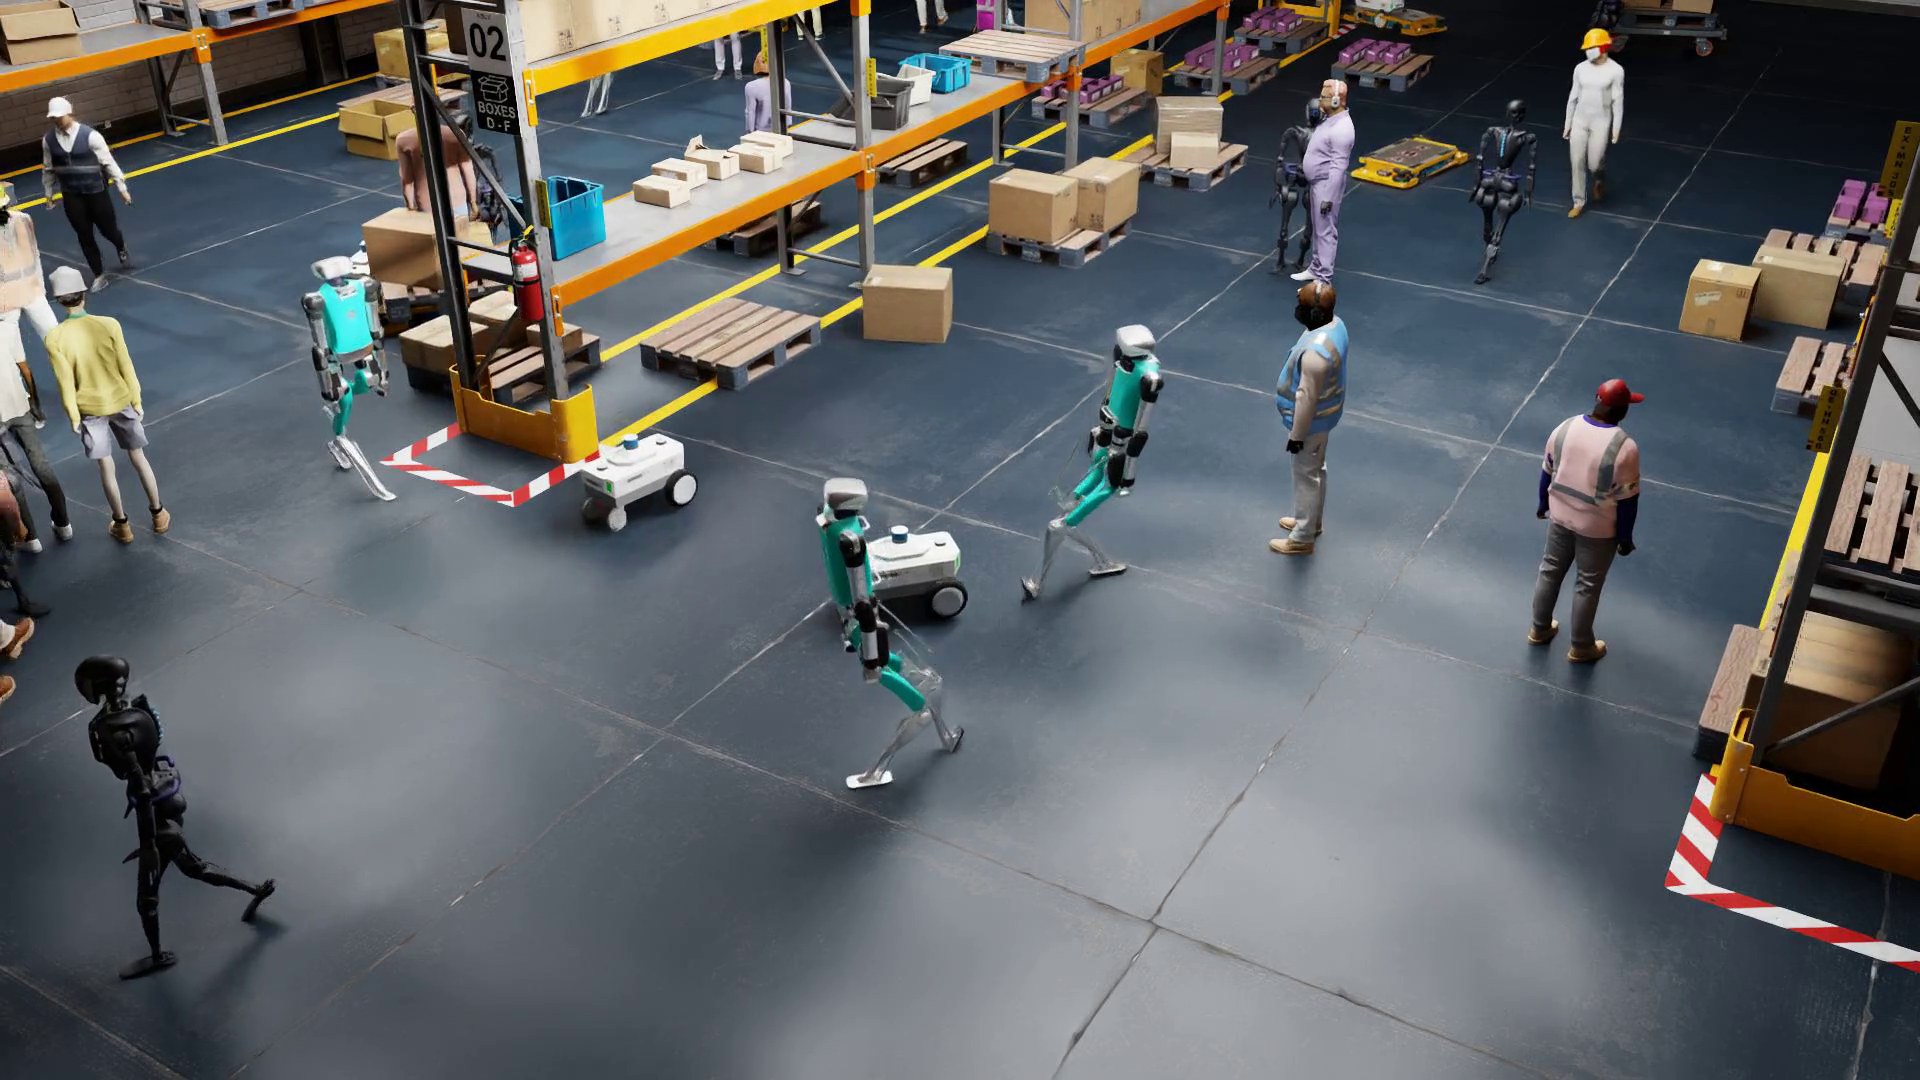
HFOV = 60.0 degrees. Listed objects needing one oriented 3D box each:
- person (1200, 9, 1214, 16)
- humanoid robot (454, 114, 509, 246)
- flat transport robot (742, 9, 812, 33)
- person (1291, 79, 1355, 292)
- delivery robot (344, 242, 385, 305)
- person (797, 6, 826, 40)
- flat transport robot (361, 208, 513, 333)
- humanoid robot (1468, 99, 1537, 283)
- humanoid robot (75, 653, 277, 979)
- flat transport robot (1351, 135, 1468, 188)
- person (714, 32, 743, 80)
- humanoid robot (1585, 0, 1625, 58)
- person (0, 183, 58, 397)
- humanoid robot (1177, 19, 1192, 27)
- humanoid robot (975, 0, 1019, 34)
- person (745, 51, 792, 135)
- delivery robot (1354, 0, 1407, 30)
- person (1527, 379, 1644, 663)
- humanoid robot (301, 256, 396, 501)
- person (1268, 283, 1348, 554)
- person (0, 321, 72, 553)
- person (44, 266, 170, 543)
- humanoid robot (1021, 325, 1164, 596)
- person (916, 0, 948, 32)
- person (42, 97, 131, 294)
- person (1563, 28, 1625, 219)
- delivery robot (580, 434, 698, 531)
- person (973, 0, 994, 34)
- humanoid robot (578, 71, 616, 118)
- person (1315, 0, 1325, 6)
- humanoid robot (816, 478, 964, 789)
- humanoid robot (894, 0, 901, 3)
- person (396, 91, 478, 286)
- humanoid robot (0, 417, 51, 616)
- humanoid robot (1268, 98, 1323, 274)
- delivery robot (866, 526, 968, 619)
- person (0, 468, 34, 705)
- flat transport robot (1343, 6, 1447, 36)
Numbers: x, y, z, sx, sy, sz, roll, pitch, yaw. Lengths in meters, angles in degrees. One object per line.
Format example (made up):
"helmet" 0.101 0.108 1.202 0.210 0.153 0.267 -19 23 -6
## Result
"person" 3.686 -8.736 24.908 0.442 1.728 0.573 -16 33 -26
"humanoid robot" -4.284 -2.976 14.788 0.586 1.642 0.356 2 30 3
"flat transport robot" -2.767 -7.767 24.681 0.659 0.231 1.431 4 30 7
"person" 3.245 -3.147 14.847 0.411 1.908 0.640 1 29 2
"delivery robot" -5.250 -2.343 14.815 0.499 0.614 0.804 8 30 13
"person" -2.176 -8.004 23.601 0.563 1.740 0.344 4 30 8
"flat transport robot" -4.474 -2.093 14.644 1.431 0.231 0.659 -11 31 -18
"humanoid robot" 4.977 -3.222 15.260 0.610 1.619 0.791 22 36 33
"humanoid robot" -3.564 1.194 7.440 0.740 1.640 0.608 -15 33 -25
"flat transport robot" 4.966 -4.165 18.310 0.659 0.231 1.431 24 37 36
"person" -3.043 -6.933 21.521 0.480 1.935 0.450 2 30 4
"humanoid robot" 8.472 -6.927 21.767 0.431 1.642 0.610 24 38 36
"person" -7.091 -1.838 12.568 1.021 1.862 0.590 14 33 24
"humanoid robot" 3.343 -8.311 24.156 0.545 1.717 1.048 15 33 25
"humanoid robot" 0.550 -6.865 21.648 1.036 1.734 0.539 -15 33 -24
"person" -1.932 -4.134 16.873 0.500 1.626 0.287 -17 33 -27
"delivery robot" 6.207 -7.870 24.570 0.499 0.592 0.791 -21 36 -33
"person" 3.628 -0.120 9.648 0.419 1.751 0.613 -21 35 -32
"humanoid robot" -4.360 -1.171 11.565 1.014 1.781 0.530 22 36 34
"person" 2.244 -0.787 10.748 0.430 1.837 0.623 11 31 18
"person" -6.176 -0.797 10.725 0.328 1.873 0.514 22 36 33
"person" -5.573 -0.867 10.838 0.471 1.884 0.400 -18 34 -29
"humanoid robot" 0.736 -0.420 10.246 0.939 1.817 0.582 -11 31 -18
"person" -0.439 -8.426 24.188 0.646 1.899 0.941 6 30 11
"person" -7.867 -3.149 15.009 0.755 1.742 0.607 -5 30 -9
"person" 6.394 -4.211 16.771 0.576 1.862 0.615 21 36 33
"delivery robot" -2.238 -0.449 11.430 0.499 0.580 0.766 23 37 35
"person" 0.344 -6.380 20.622 0.331 1.846 0.522 -16 33 -25
"humanoid robot" -4.448 -6.003 20.065 0.539 1.800 0.699 20 35 31
"person" 5.717 -9.167 25.560 0.430 1.845 0.620 13 32 22
"humanoid robot" -0.266 0.475 8.668 0.899 1.826 0.575 -10 31 -18
"humanoid robot" -1.034 -9.293 26.018 0.589 1.648 0.770 -7 30 -12
"person" -4.482 -2.931 14.377 0.615 1.990 0.389 -8 31 -14
"humanoid robot" -5.953 -0.333 10.151 0.656 1.653 0.600 12 32 20
"humanoid robot" 3.139 -3.227 15.228 0.599 1.653 0.369 1 29 1
"delivery robot" -0.357 0.196 10.308 0.802 0.598 0.499 -9 31 -15
"person" -5.568 -0.049 9.334 0.613 1.945 0.898 -1 29 -1
"flat transport robot" 6.415 -7.674 24.517 0.659 0.231 1.431 -19 35 -30
